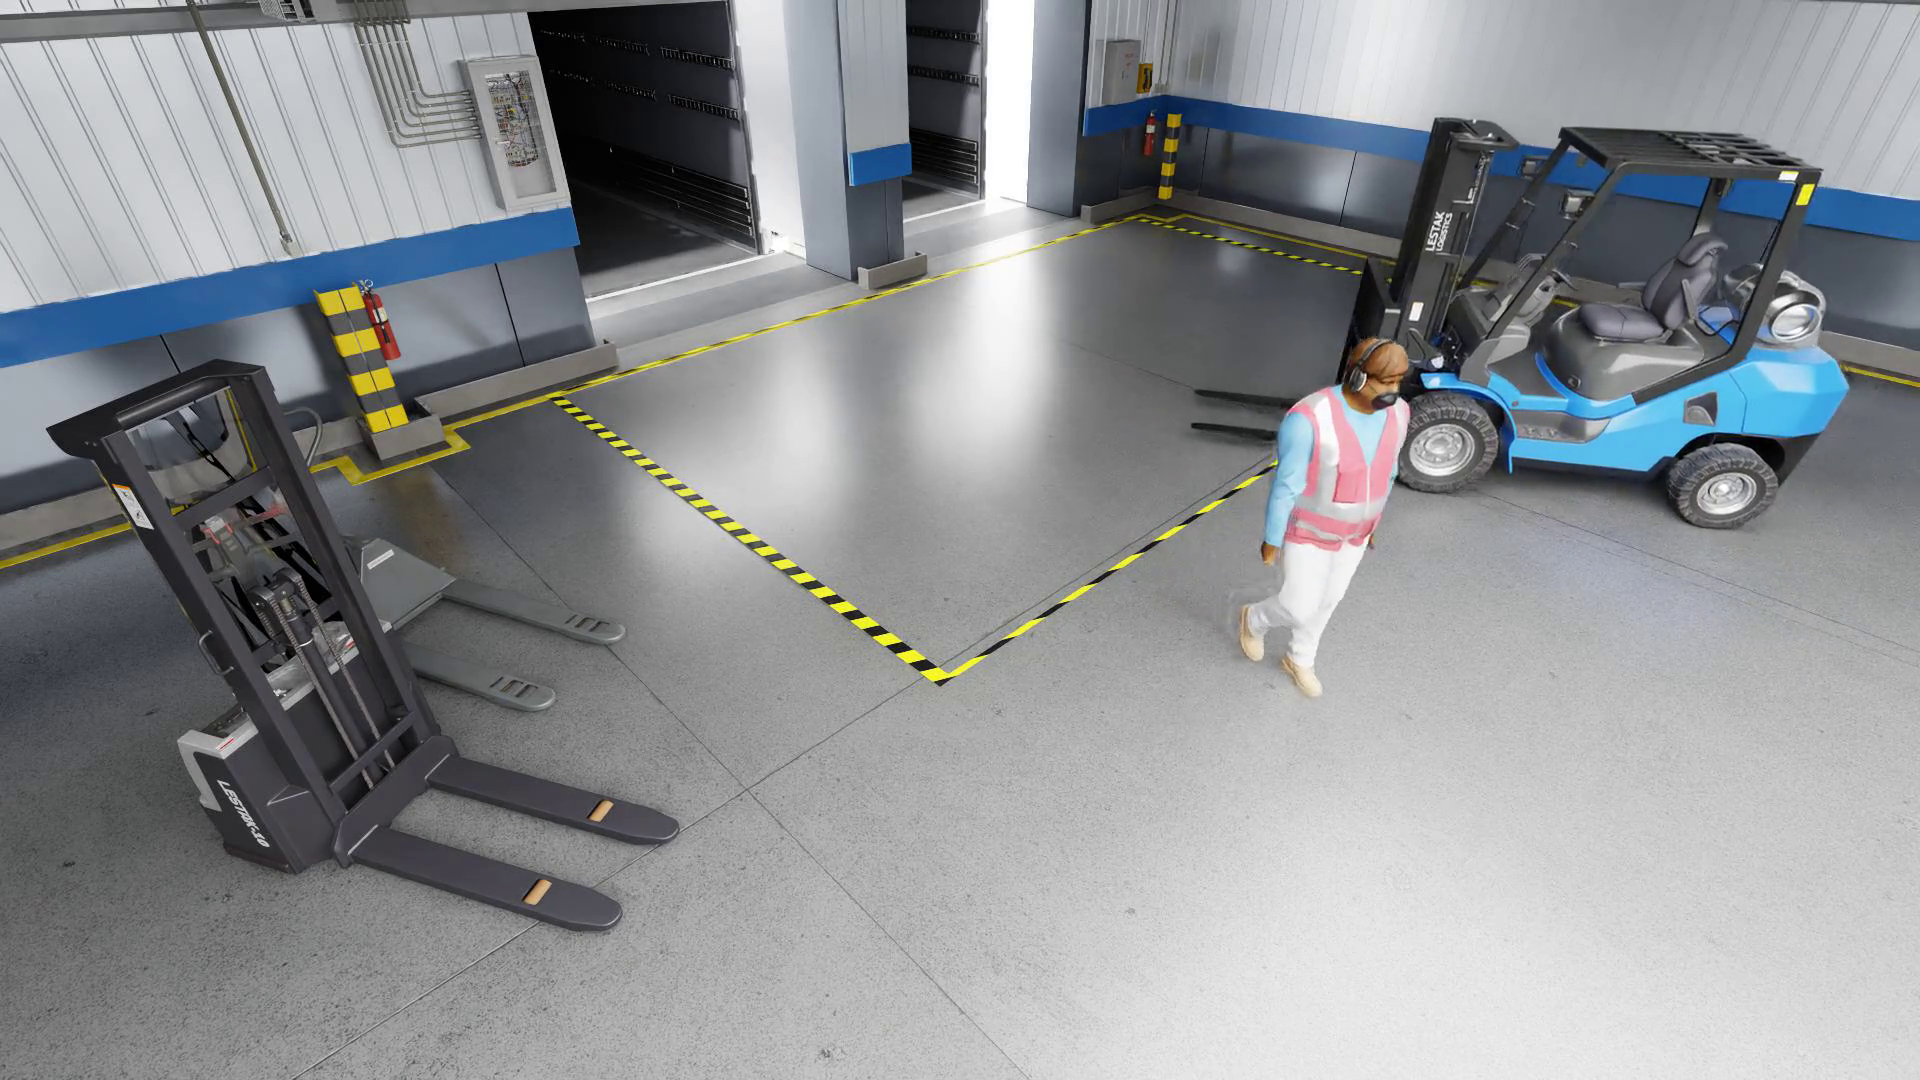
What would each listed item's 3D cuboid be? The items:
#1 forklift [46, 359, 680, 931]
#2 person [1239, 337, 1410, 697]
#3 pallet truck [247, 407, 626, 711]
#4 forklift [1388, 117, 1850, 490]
[{"bbox_3d":[-2.135,0.422,3.354,1.885,1.965,0.823,10,35,14],"label":"forklift"},{"bbox_3d":[1.662,-0.078,4.236,0.636,1.828,0.519,-11,36,-15],"label":"person"},{"bbox_3d":[-2.628,0.038,4.590,1.601,1.201,0.680,12,36,18],"label":"pallet truck"},{"bbox_3d":[4.082,-1.509,5.878,2.680,2.036,1.157,8,35,12],"label":"forklift"}]
